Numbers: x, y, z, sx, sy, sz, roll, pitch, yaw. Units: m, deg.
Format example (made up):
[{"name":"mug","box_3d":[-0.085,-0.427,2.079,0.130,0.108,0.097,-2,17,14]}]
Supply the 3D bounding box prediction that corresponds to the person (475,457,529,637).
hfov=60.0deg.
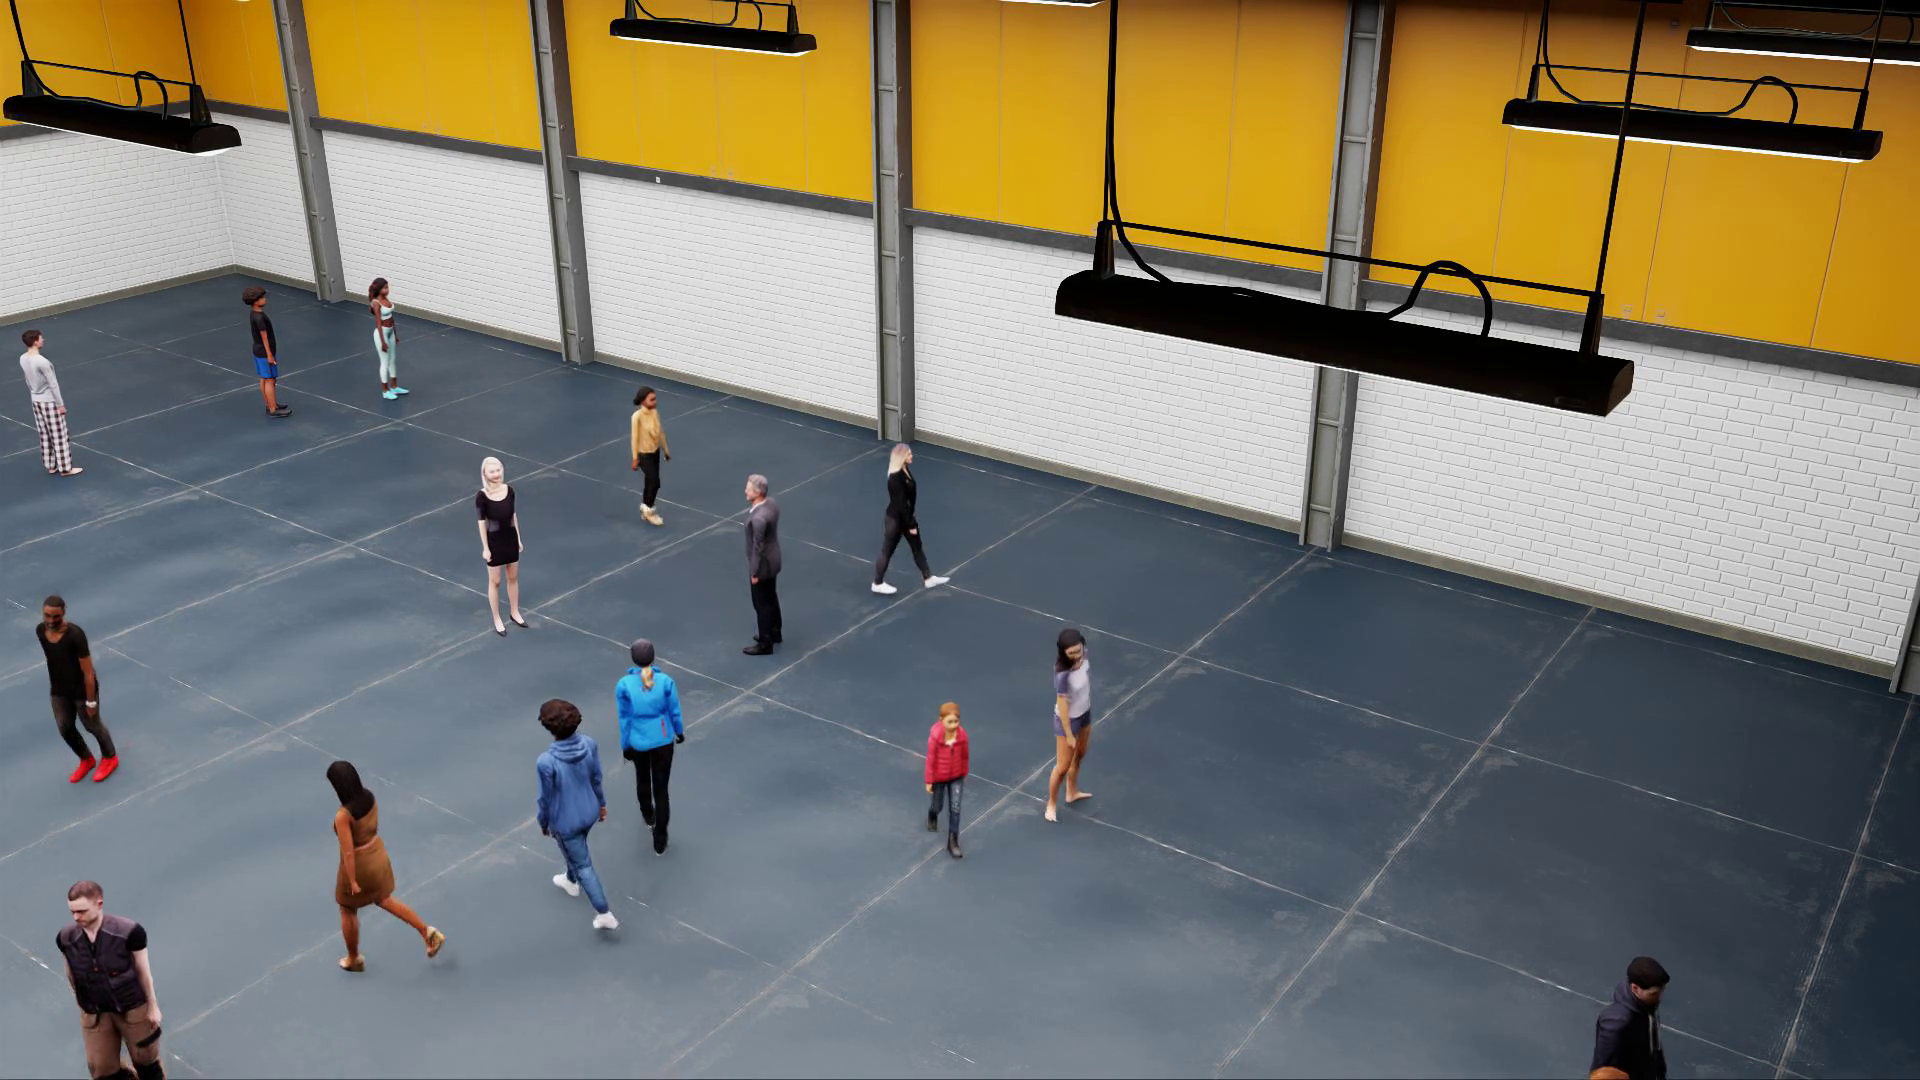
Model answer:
[{"name":"person","box_3d":[-4.561,0.045,16.517,0.544,1.829,0.606,21,31,40]}]

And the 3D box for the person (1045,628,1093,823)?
[{"name":"person","box_3d":[0.931,1.425,13.505,0.523,1.714,0.715,6,24,14]}]

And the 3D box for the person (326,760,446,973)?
[{"name":"person","box_3d":[-4.059,2.298,11.586,1.069,1.651,0.801,4,24,9]}]

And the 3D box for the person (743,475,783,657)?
[{"name":"person","box_3d":[-1.898,0.213,16.123,0.818,1.837,0.828,2,24,5]}]

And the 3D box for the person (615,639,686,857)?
[{"name":"person","box_3d":[-2.400,1.645,12.926,0.957,1.774,0.987,-1,24,-2]}]

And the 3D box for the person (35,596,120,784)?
[{"name":"person","box_3d":[-7.362,1.216,13.910,0.769,1.772,0.854,9,25,20]}]

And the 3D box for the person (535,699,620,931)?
[{"name":"person","box_3d":[-2.758,2.027,12.058,1.179,1.769,0.763,20,31,38]}]

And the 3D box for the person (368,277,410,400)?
[{"name":"person","box_3d":[-8.028,-2.829,23.224,0.661,1.724,0.646,4,24,9]}]

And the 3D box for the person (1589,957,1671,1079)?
[{"name":"person","box_3d":[3.679,3.108,9.475,0.828,1.857,0.739,16,28,32]}]

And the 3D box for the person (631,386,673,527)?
[{"name":"person","box_3d":[-3.641,-0.980,19.086,0.649,1.650,0.664,12,26,26]}]

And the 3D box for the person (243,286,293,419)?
[{"name":"person","box_3d":[-9.415,-2.555,22.503,0.758,1.799,0.646,-14,27,-28]}]

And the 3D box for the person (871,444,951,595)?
[{"name":"person","box_3d":[-0.732,-0.185,17.265,1.146,1.651,0.932,4,24,9]}]

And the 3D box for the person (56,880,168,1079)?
[{"name":"person","box_3d":[-5.141,2.797,10.230,0.830,1.822,0.890,-4,24,-9]}]

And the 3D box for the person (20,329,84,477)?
[{"name":"person","box_3d":[-11.244,-1.690,20.465,0.523,1.847,0.717,11,26,23]}]

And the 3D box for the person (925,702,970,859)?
[{"name":"person","box_3d":[-0.128,1.838,13.071,0.765,1.304,0.843,-6,24,-14]}]
